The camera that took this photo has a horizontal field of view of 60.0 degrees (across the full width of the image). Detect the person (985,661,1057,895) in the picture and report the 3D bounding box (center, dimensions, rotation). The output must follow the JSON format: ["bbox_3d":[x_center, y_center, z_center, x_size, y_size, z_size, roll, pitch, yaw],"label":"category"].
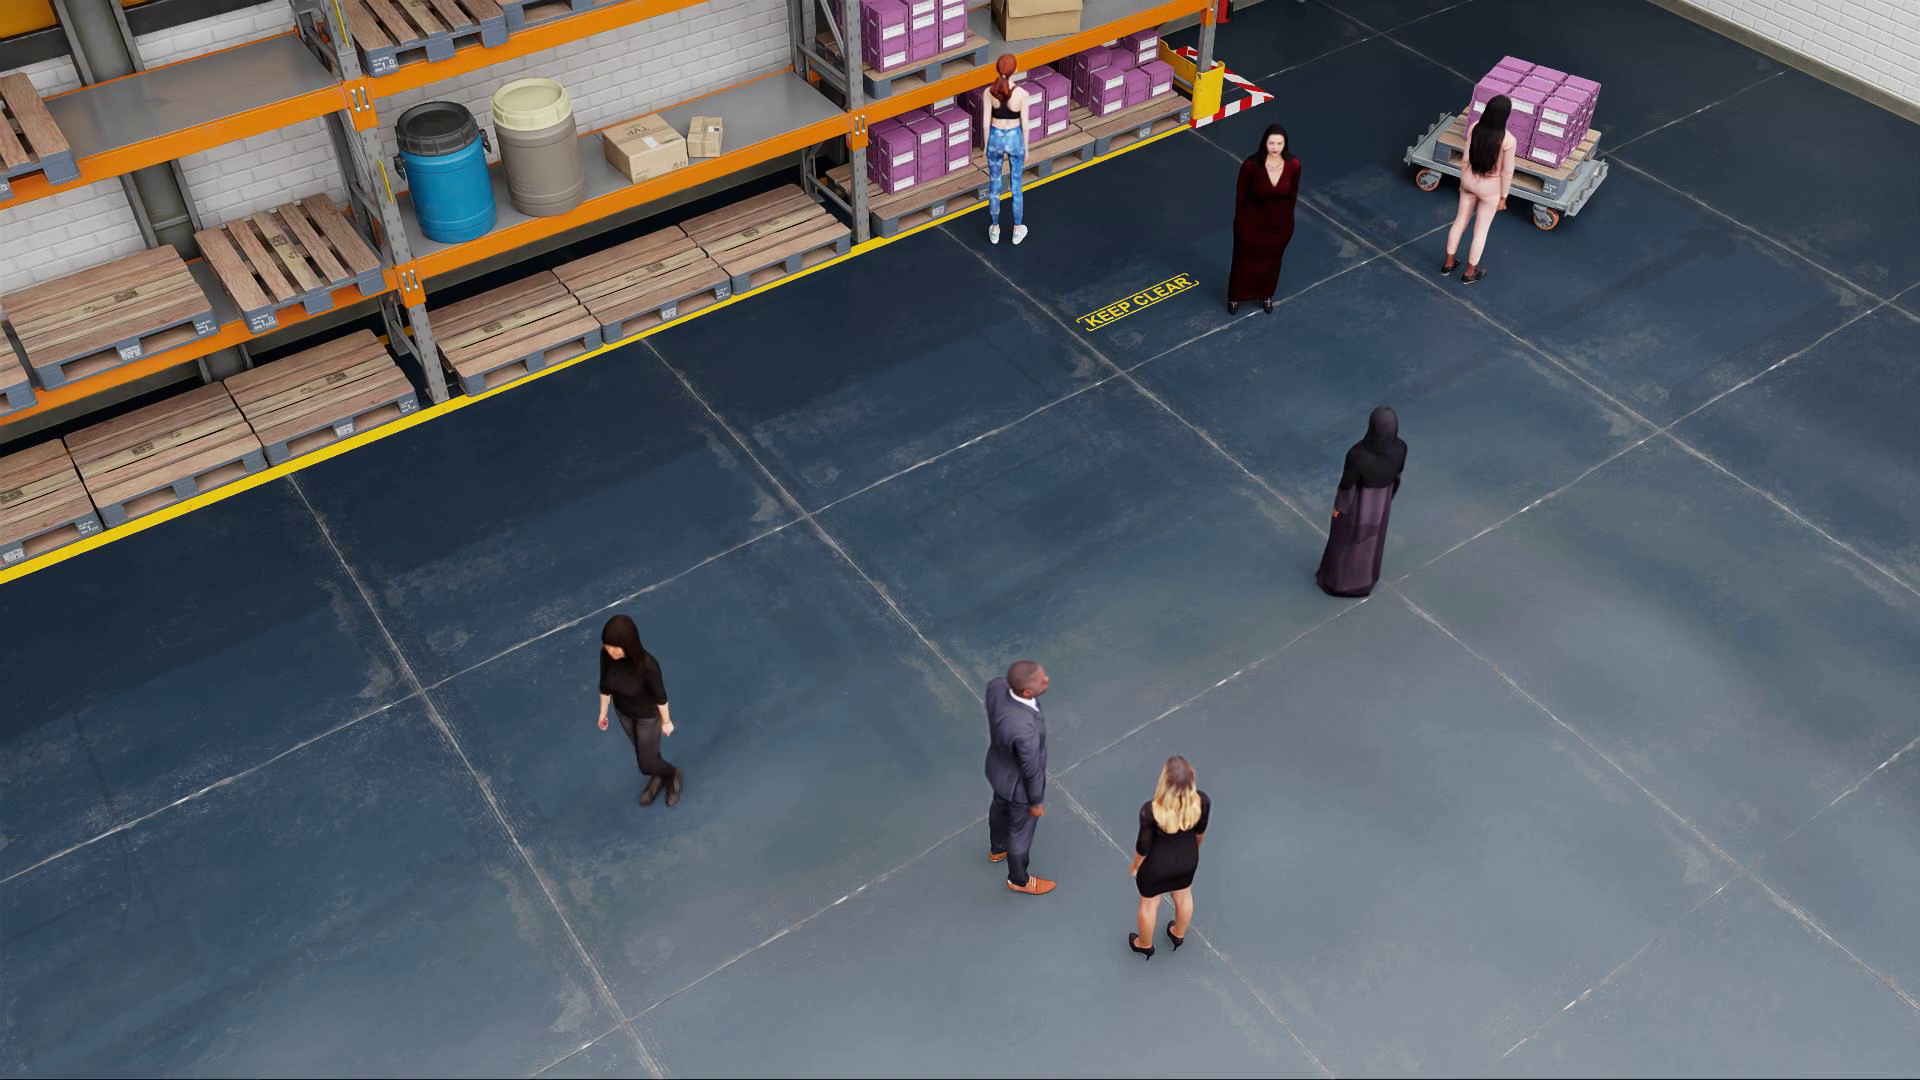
[{"bbox_3d":[0.327,1.320,9.433,0.684,1.824,0.755,-14,45,-14],"label":"person"}]

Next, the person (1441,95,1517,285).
[{"bbox_3d":[4.382,-2.950,13.990,0.573,1.722,0.640,-32,52,-29],"label":"person"}]

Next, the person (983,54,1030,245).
[{"bbox_3d":[0.393,-3.376,14.391,0.678,1.784,0.740,5,44,6],"label":"person"}]

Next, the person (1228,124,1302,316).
[{"bbox_3d":[2.485,-2.616,13.612,0.728,1.757,0.832,-3,44,-3],"label":"person"}]

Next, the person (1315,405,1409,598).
[{"bbox_3d":[2.735,-0.270,11.253,0.640,1.615,0.747,-10,44,-10],"label":"person"}]

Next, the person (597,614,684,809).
[{"bbox_3d":[-1.874,0.970,9.942,0.678,1.628,0.708,20,47,20],"label":"person"}]

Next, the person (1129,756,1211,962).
[{"bbox_3d":[1.133,1.752,9.086,0.507,1.676,0.662,-11,45,-11],"label":"person"}]
